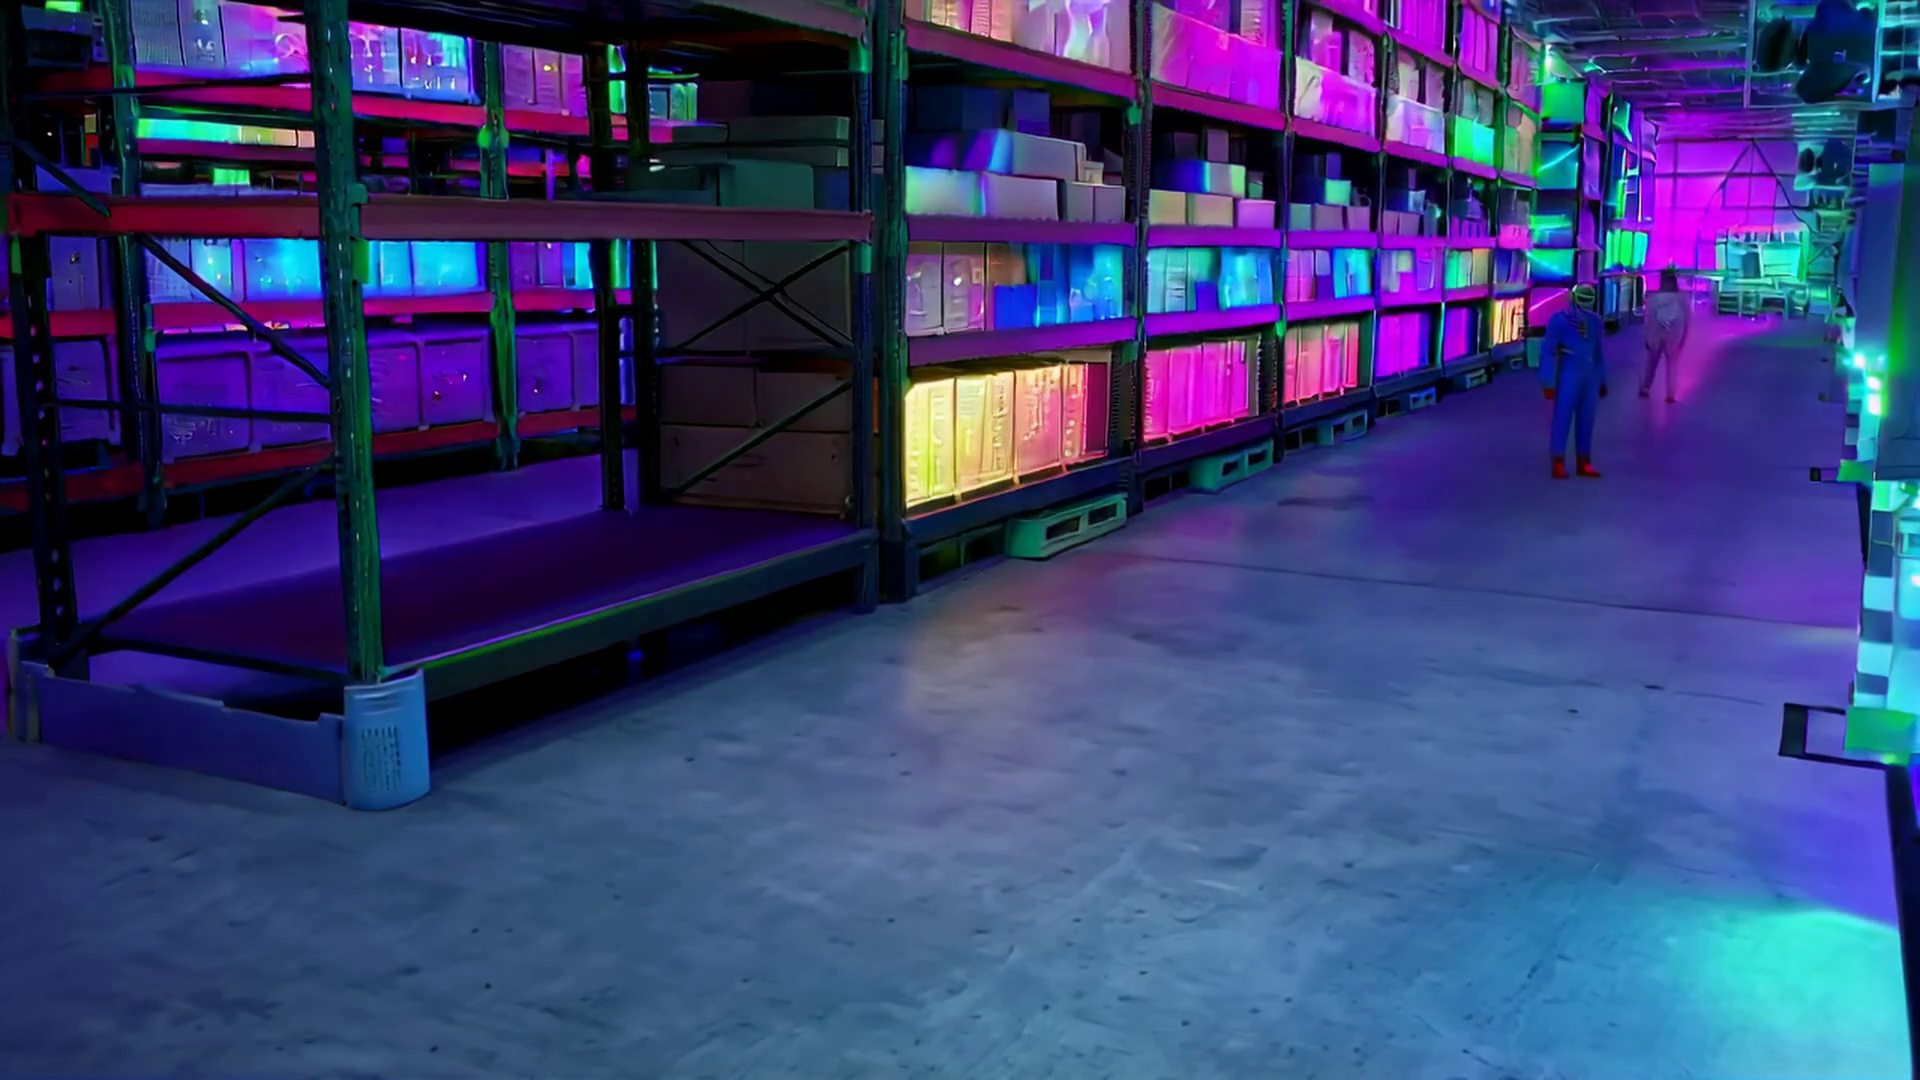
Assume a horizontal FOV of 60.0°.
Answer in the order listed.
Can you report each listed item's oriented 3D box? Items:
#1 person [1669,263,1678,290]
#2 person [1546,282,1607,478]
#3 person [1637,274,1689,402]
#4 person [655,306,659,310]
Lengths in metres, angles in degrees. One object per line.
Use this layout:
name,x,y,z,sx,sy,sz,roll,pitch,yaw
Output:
person,33.944,-12.331,79.194,0.539,1.685,0.320,-7,12,-35
person,5.986,-1.540,16.121,0.656,1.895,0.399,-3,10,-18
person,10.428,-2.997,24.669,0.652,1.856,0.994,1,10,7
person,-4.764,-3.361,26.529,0.552,1.936,0.358,-4,11,-21
